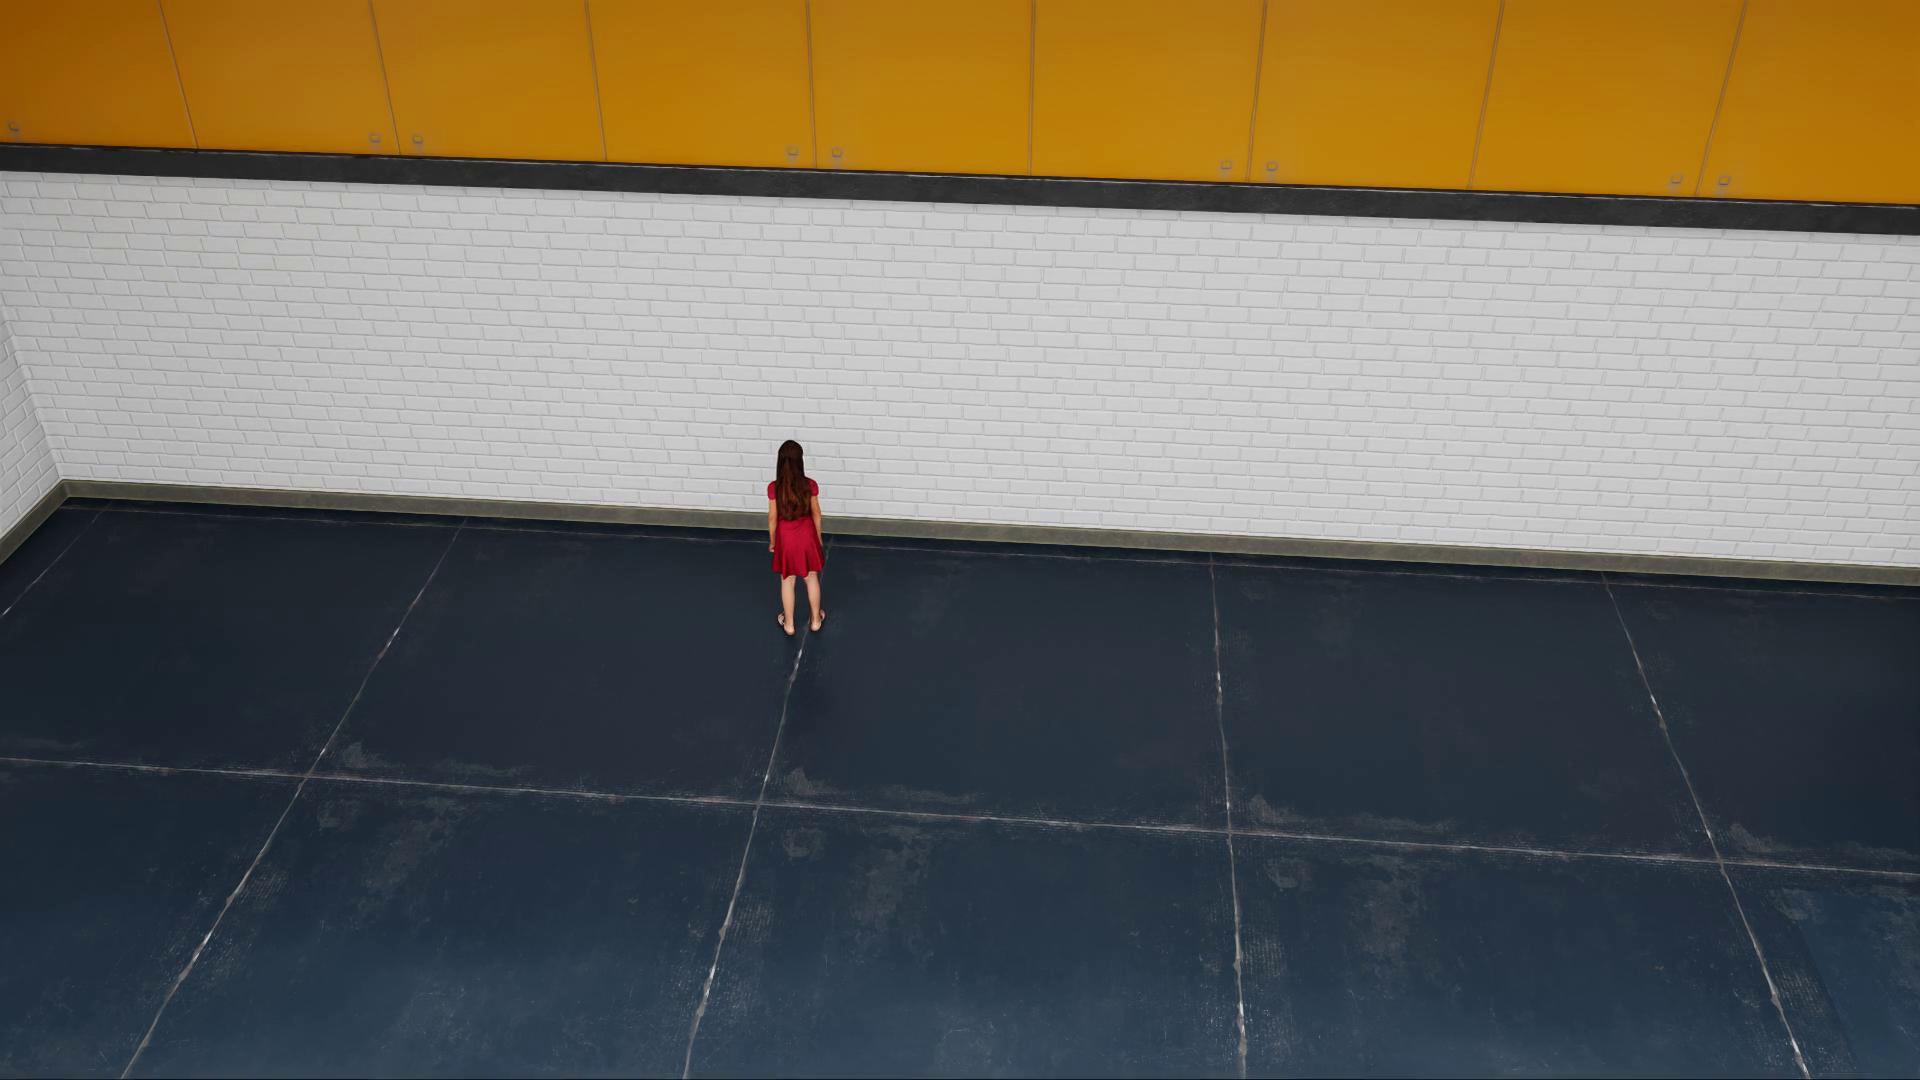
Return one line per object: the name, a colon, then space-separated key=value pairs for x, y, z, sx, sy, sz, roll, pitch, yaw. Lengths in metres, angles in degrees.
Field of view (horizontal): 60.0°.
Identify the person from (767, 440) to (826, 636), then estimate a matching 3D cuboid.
person: x=-1.174 y=-0.019 z=11.854 sx=0.627 sy=1.553 sz=0.682 roll=-7 pitch=34 yaw=-10
